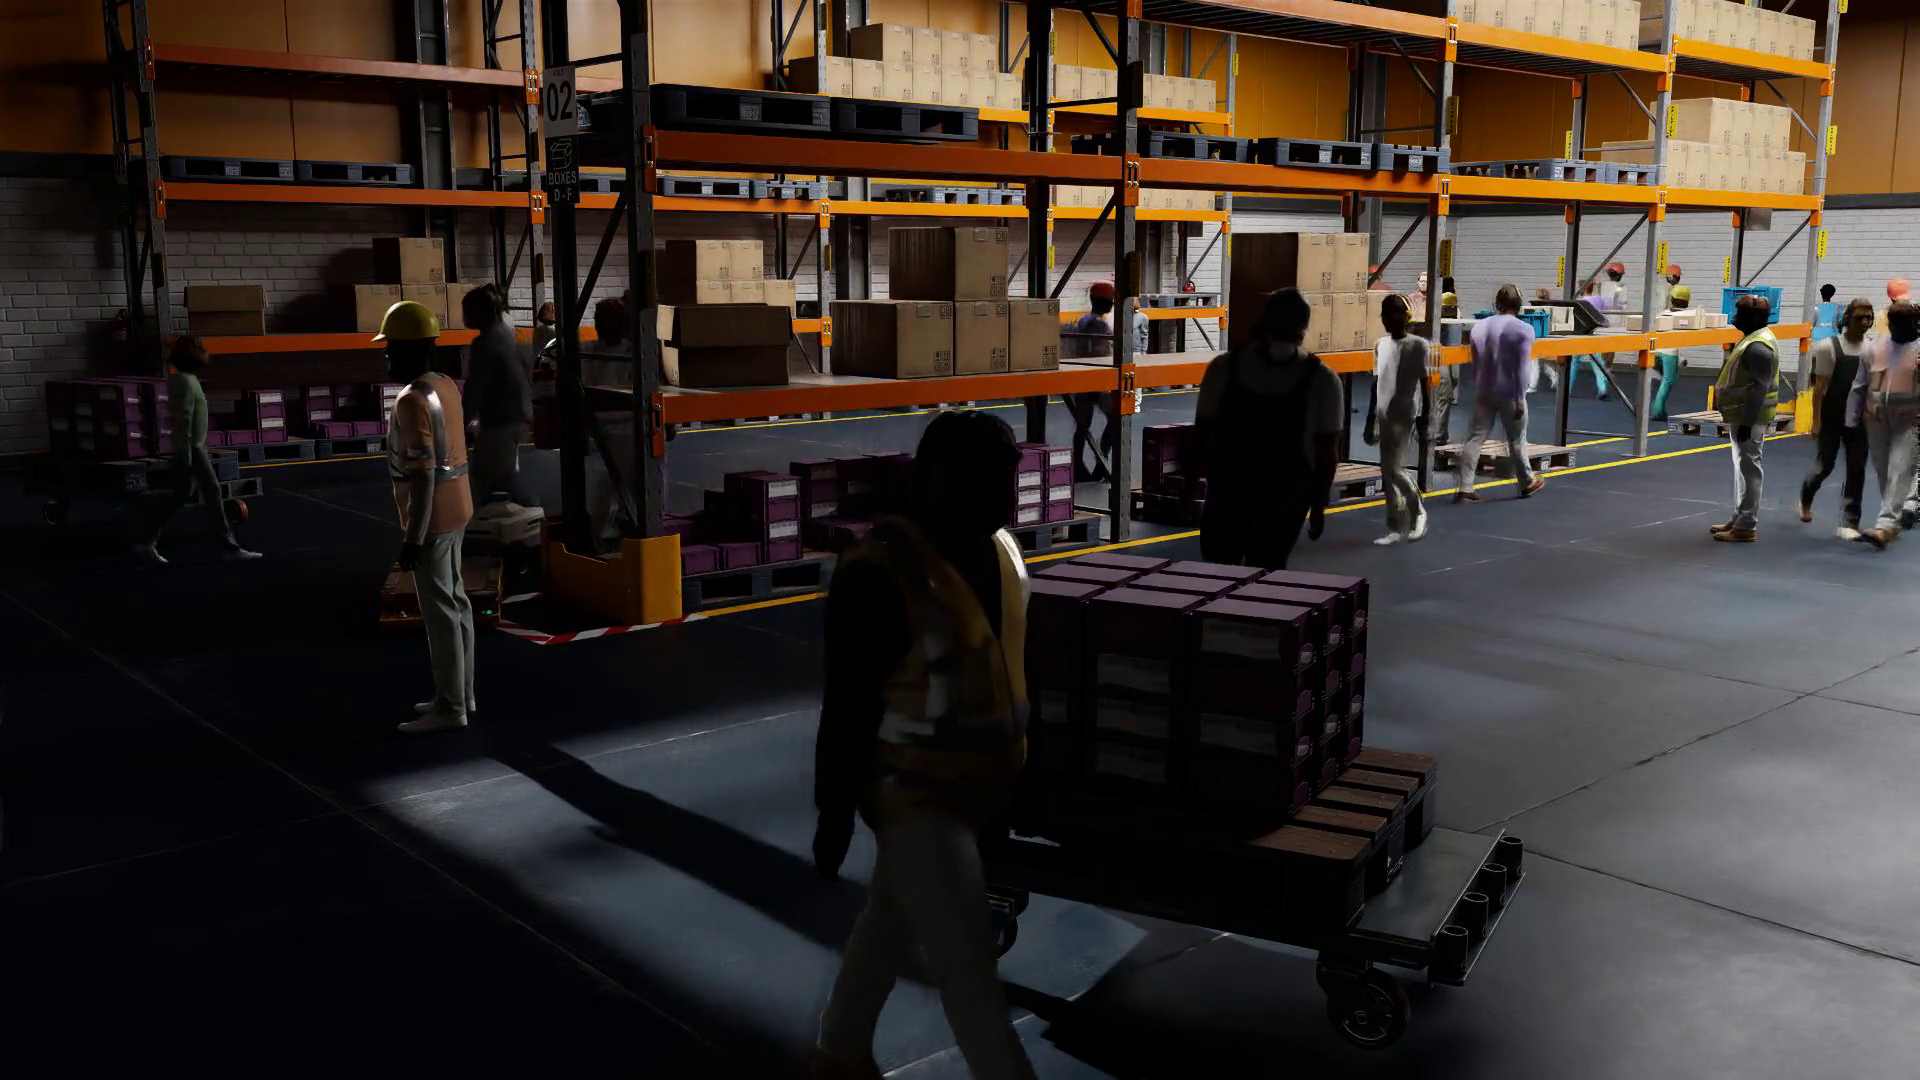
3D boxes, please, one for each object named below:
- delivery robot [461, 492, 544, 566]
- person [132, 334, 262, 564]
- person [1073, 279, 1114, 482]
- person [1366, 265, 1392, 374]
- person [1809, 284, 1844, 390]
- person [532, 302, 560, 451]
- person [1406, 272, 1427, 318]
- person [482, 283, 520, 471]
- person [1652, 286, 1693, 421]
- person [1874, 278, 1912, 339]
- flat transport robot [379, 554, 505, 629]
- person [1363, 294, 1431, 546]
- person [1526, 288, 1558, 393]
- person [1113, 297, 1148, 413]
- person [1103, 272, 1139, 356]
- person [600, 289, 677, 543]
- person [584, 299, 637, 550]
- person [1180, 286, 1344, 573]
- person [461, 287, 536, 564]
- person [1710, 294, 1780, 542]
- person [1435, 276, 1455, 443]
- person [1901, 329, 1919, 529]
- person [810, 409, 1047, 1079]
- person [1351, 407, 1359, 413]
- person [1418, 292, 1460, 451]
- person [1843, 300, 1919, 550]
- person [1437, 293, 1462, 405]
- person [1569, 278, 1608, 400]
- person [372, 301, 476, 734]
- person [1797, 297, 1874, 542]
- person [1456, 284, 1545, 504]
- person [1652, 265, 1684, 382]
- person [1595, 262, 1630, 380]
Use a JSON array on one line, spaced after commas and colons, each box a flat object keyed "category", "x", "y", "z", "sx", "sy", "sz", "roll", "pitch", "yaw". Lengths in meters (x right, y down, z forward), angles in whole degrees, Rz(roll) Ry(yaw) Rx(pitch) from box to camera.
[{"category": "delivery robot", "x": -3.045, "y": -0.077, "z": 11.058, "sx": 0.477, "sy": 0.478, "sz": 0.707, "roll": 2, "pitch": 10, "yaw": 10}, {"category": "person", "x": -5.359, "y": -0.625, "z": 11.508, "sx": 0.802, "sy": 1.598, "sz": 0.521, "roll": -4, "pitch": 11, "yaw": -24}, {"category": "person", "x": 1.308, "y": -1.487, "z": 15.615, "sx": 0.613, "sy": 1.909, "sz": 0.545, "roll": -4, "pitch": 11, "yaw": -24}, {"category": "person", "x": 7.458, "y": -3.964, "z": 29.976, "sx": 0.632, "sy": 1.967, "sz": 0.839, "roll": 2, "pitch": 10, "yaw": 11}, {"category": "person", "x": 13.264, "y": -3.073, "z": 25.534, "sx": 0.536, "sy": 1.697, "sz": 0.322, "roll": 2, "pitch": 10, "yaw": 13}, {"category": "person", "x": -4.492, "y": -1.790, "z": 18.238, "sx": 0.497, "sy": 1.629, "sz": 0.277, "roll": 8, "pitch": 13, "yaw": 40}, {"category": "person", "x": 6.339, "y": -2.713, "z": 22.806, "sx": 0.641, "sy": 1.913, "sz": 0.407, "roll": 6, "pitch": 11, "yaw": 31}, {"category": "person", "x": -4.536, "y": -1.597, "z": 16.411, "sx": 0.329, "sy": 1.864, "sz": 0.508, "roll": -3, "pitch": 10, "yaw": -15}, {"category": "person", "x": 9.164, "y": -2.381, "z": 21.349, "sx": 0.469, "sy": 1.734, "sz": 0.551, "roll": 0, "pitch": 10, "yaw": -1}, {"category": "person", "x": 10.297, "y": -1.942, "z": 18.375, "sx": 0.740, "sy": 1.883, "sz": 0.465, "roll": -8, "pitch": 12, "yaw": -38}, {"category": "flat transport robot", "x": -3.097, "y": 0.290, "z": 10.016, "sx": 0.652, "sy": 0.197, "sz": 1.431, "roll": -2, "pitch": 10, "yaw": -14}, {"category": "person", "x": 3.198, "y": -0.874, "z": 12.201, "sx": 0.413, "sy": 1.850, "sz": 0.510, "roll": -6, "pitch": 12, "yaw": -33}, {"category": "person", "x": 9.051, "y": -3.092, "z": 25.838, "sx": 0.531, "sy": 1.625, "sz": 0.526, "roll": 2, "pitch": 10, "yaw": 13}, {"category": "person", "x": 2.312, "y": -2.546, "z": 22.637, "sx": 0.498, "sy": 1.634, "sz": 0.280, "roll": 4, "pitch": 10, "yaw": 22}, {"category": "person", "x": 2.249, "y": -2.880, "z": 23.792, "sx": 0.409, "sy": 1.906, "sz": 0.651, "roll": -7, "pitch": 12, "yaw": -37}, {"category": "person", "x": -2.410, "y": -0.907, "z": 12.292, "sx": 0.679, "sy": 1.885, "sz": 0.710, "roll": 2, "pitch": 10, "yaw": 13}, {"category": "person", "x": -2.398, "y": -0.727, "z": 11.418, "sx": 0.600, "sy": 1.825, "sz": 0.974, "roll": 9, "pitch": 14, "yaw": 44}, {"category": "person", "x": 1.477, "y": -0.274, "z": 8.143, "sx": 0.763, "sy": 2.000, "sz": 0.766, "roll": 3, "pitch": 10, "yaw": 19}, {"category": "person", "x": -3.202, "y": -0.768, "z": 11.413, "sx": 0.634, "sy": 1.910, "sz": 0.659, "roll": -1, "pitch": 10, "yaw": -6}, {"category": "person", "x": 5.860, "y": -0.905, "z": 12.423, "sx": 0.429, "sy": 1.845, "sz": 0.621, "roll": 4, "pitch": 10, "yaw": 22}, {"category": "person", "x": 5.453, "y": -2.080, "z": 19.077, "sx": 0.393, "sy": 1.919, "sz": 0.590, "roll": 2, "pitch": 10, "yaw": 14}, {"category": "person", "x": 7.551, "y": -0.989, "z": 13.081, "sx": 0.899, "sy": 1.780, "sz": 0.607, "roll": -6, "pitch": 11, "yaw": -30}, {"category": "person", "x": -0.019, "y": 0.585, "z": 3.899, "sx": 0.981, "sy": 1.781, "sz": 0.641, "roll": 6, "pitch": 11, "yaw": 32}, {"category": "person", "x": 5.202, "y": -2.685, "z": 22.583, "sx": 0.387, "sy": 1.934, "sz": 0.558, "roll": -5, "pitch": 11, "yaw": -28}, {"category": "person", "x": 5.224, "y": -1.808, "z": 18.023, "sx": 0.322, "sy": 1.739, "sz": 0.482, "roll": -7, "pitch": 12, "yaw": -37}, {"category": "person", "x": 6.789, "y": -0.837, "z": 12.147, "sx": 0.888, "sy": 1.795, "sz": 0.644, "roll": -7, "pitch": 12, "yaw": -36}, {"category": "person", "x": 6.942, "y": -2.722, "z": 23.658, "sx": 0.522, "sy": 1.639, "sz": 0.310, "roll": -8, "pitch": 13, "yaw": -40}, {"category": "person", "x": 9.310, "y": -2.974, "z": 24.670, "sx": 0.574, "sy": 1.803, "sz": 0.985, "roll": -1, "pitch": 10, "yaw": -8}, {"category": "person", "x": -2.383, "y": -0.095, "z": 7.428, "sx": 0.386, "sy": 1.927, "sz": 0.589, "roll": 0, "pitch": 10, "yaw": -2}, {"category": "person", "x": 6.687, "y": -0.930, "z": 12.621, "sx": 0.519, "sy": 1.828, "sz": 0.746, "roll": 1, "pitch": 10, "yaw": 5}, {"category": "person", "x": 4.689, "y": -1.256, "z": 14.370, "sx": 1.062, "sy": 1.878, "sz": 0.650, "roll": -8, "pitch": 12, "yaw": -38}, {"category": "person", "x": 11.941, "y": -3.639, "z": 28.010, "sx": 0.429, "sy": 1.977, "sz": 0.622, "roll": 6, "pitch": 11, "yaw": 31}, {"category": "person", "x": 11.230, "y": -3.760, "z": 28.598, "sx": 0.497, "sy": 2.023, "sz": 0.624, "roll": -7, "pitch": 12, "yaw": -35}]
